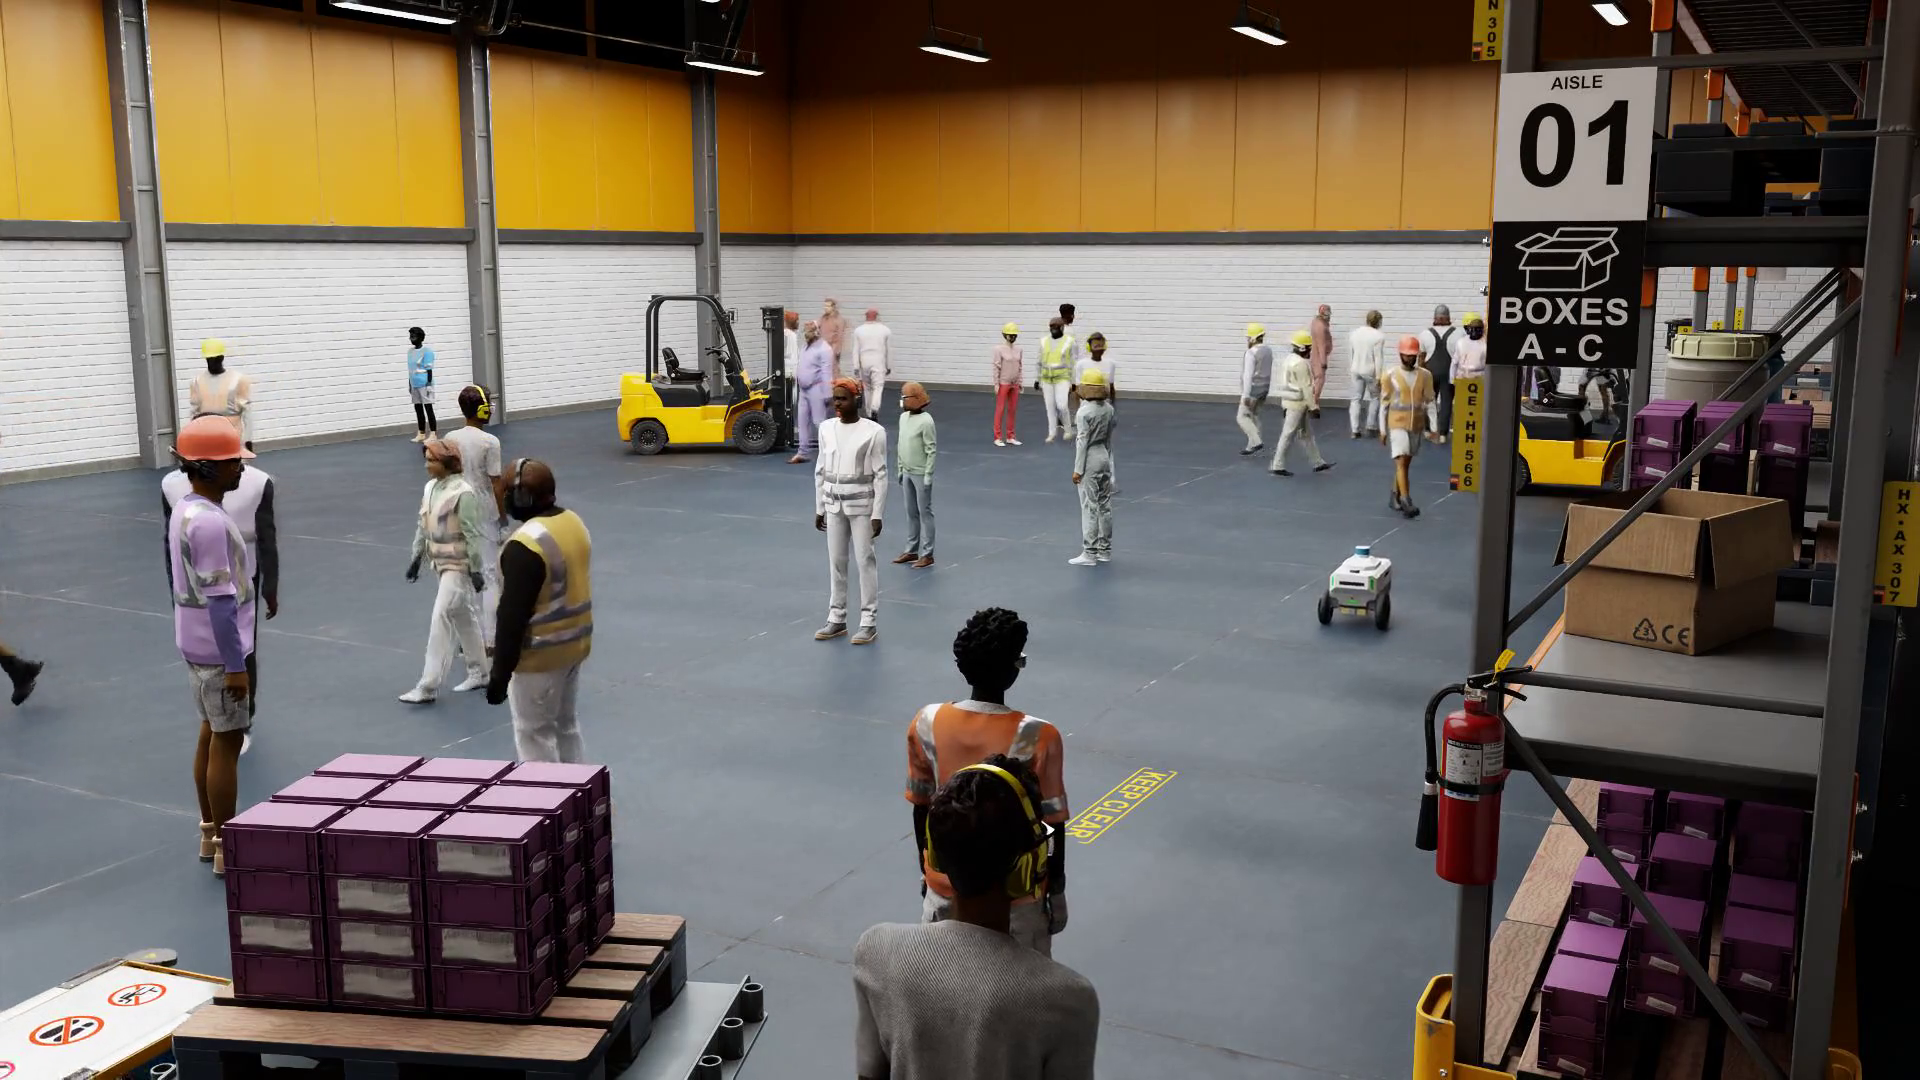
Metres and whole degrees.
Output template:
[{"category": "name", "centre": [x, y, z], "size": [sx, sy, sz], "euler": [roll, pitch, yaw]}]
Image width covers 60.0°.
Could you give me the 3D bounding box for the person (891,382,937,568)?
[{"category": "person", "centre": [-0.389, -0.570, 14.557], "size": [0.285, 1.631, 0.501], "euler": [-7, 12, -34]}]

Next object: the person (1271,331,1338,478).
[{"category": "person", "centre": [4.229, -1.644, 20.313], "size": [0.874, 1.789, 0.600], "euler": [1, 10, 3]}]

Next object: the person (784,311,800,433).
[{"category": "person", "centre": [-2.618, -2.566, 25.488], "size": [0.545, 1.849, 0.609], "euler": [-6, 11, -29]}]

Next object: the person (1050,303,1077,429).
[{"category": "person", "centre": [1.640, -2.732, 26.108], "size": [0.362, 1.963, 0.613], "euler": [-5, 11, -29]}]

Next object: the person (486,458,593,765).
[{"category": "person", "centre": [-1.905, 0.541, 7.567], "size": [0.429, 1.830, 0.663], "euler": [2, 10, 10]}]

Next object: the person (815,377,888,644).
[{"category": "person", "centre": [-0.781, -0.209, 11.743], "size": [0.575, 1.883, 0.355], "euler": [5, 11, 29]}]

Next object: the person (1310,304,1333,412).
[{"category": "person", "centre": [6.256, -3.156, 28.876], "size": [0.410, 1.867, 0.797], "euler": [1, 10, 6]}]

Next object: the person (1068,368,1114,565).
[{"category": "person", "centre": [1.163, -0.648, 14.689], "size": [0.294, 1.744, 0.486], "euler": [8, 12, 38]}]

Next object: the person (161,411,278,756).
[{"category": "person", "centre": [-4.032, 0.240, 9.107], "size": [0.595, 1.903, 0.440], "euler": [-2, 10, -10]}]

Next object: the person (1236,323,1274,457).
[{"category": "person", "centre": [3.925, -1.992, 22.247], "size": [0.464, 1.825, 0.602], "euler": [9, 14, 43]}]

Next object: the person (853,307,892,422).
[{"category": "person", "centre": [-1.436, -2.861, 27.141], "size": [0.628, 1.871, 0.932], "euler": [1, 10, 7]}]

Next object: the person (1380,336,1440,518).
[{"category": "person", "centre": [4.692, -1.190, 17.421], "size": [0.567, 1.888, 0.989], "euler": [-1, 10, -7]}]

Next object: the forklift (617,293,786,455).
[{"category": "forklift", "centre": [-3.588, -2.317, 23.042], "size": [2.313, 2.155, 1.214], "euler": [-1, 10, -5]}]

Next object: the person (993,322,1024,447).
[{"category": "person", "centre": [0.705, -2.213, 23.689], "size": [0.533, 1.764, 0.329], "euler": [-8, 12, -38]}]

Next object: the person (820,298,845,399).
[{"category": "person", "centre": [-2.448, -3.573, 31.160], "size": [0.485, 1.892, 0.657], "euler": [-9, 14, -44]}]

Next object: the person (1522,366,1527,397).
[{"category": "person", "centre": [7.595, -1.951, 21.964], "size": [0.588, 1.837, 0.411], "euler": [-4, 11, -24]}]

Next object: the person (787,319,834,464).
[{"category": "person", "centre": [-1.897, -1.937, 21.743], "size": [0.740, 1.890, 0.655], "euler": [-8, 12, -37]}]

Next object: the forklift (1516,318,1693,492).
[{"category": "forklift", "centre": [7.066, -1.601, 18.899], "size": [2.313, 2.155, 1.214], "euler": [5, 11, 27]}]

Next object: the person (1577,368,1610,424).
[{"category": "person", "centre": [10.227, -2.840, 26.940], "size": [0.561, 1.892, 0.931], "euler": [-4, 10, -20]}]

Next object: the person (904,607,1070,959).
[{"category": "person", "centre": [0.092, 1.040, 5.048], "size": [0.539, 1.696, 0.317], "euler": [5, 11, 27]}]

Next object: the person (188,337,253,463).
[{"category": "person", "centre": [-7.396, -1.076, 16.675], "size": [0.607, 1.911, 0.628], "euler": [0, 10, -1]}]

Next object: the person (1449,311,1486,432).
[{"category": "person", "centre": [7.808, -2.503, 25.047], "size": [0.614, 1.877, 0.954], "euler": [-6, 11, -30]}]

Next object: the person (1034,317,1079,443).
[{"category": "person", "centre": [1.388, -2.314, 24.102], "size": [0.641, 1.831, 0.440], "euler": [6, 11, 29]}]

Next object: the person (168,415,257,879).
[{"category": "person", "centre": [-3.252, 0.469, 7.351], "size": [0.376, 2.044, 0.607], "euler": [-7, 12, -34]}]

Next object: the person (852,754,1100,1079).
[{"category": "person", "centre": [0.047, 1.301, 3.040], "size": [0.528, 1.871, 0.323], "euler": [5, 11, 27]}]

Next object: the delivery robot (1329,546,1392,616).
[{"category": "delivery robot", "centre": [2.995, 0.288, 12.411], "size": [0.477, 0.478, 0.707], "euler": [4, 10, 24]}]

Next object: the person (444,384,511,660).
[{"category": "person", "centre": [-3.248, -0.122, 11.280], "size": [0.528, 1.871, 0.323], "euler": [5, 11, 27]}]

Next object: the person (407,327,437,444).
[{"category": "person", "centre": [-7.772, -2.226, 23.979], "size": [0.534, 1.692, 0.317], "euler": [7, 12, 35]}]

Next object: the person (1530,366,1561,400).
[{"category": "person", "centre": [7.392, -1.784, 20.762], "size": [0.651, 1.914, 0.677], "euler": [-8, 13, -39]}]

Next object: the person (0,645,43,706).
[{"category": "person", "centre": [-5.877, 0.133, 9.669], "size": [0.746, 1.915, 0.549], "euler": [-5, 11, -24]}]

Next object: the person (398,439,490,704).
[{"category": "person", "centre": [-3.219, 0.193, 10.203], "size": [0.767, 1.607, 0.524], "euler": [-9, 13, -41]}]

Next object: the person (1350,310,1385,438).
[{"category": "person", "centre": [6.108, -2.459, 24.740], "size": [0.620, 1.896, 0.770], "euler": [9, 13, 43]}]

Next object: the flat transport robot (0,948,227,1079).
[{"category": "flat transport robot", "centre": [-2.924, 1.701, 5.343], "size": [0.652, 0.197, 1.431], "euler": [4, 10, 20]}]

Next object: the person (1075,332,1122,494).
[{"category": "person", "centre": [1.596, -1.424, 18.901], "size": [0.569, 1.842, 0.801], "euler": [-3, 10, -15]}]

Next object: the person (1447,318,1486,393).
[{"category": "person", "centre": [7.322, -2.255, 23.777], "size": [0.637, 1.825, 0.437], "euler": [8, 13, 39]}]

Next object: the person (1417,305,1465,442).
[{"category": "person", "centre": [7.071, -2.477, 24.415], "size": [0.692, 2.000, 1.018], "euler": [3, 10, 19]}]
